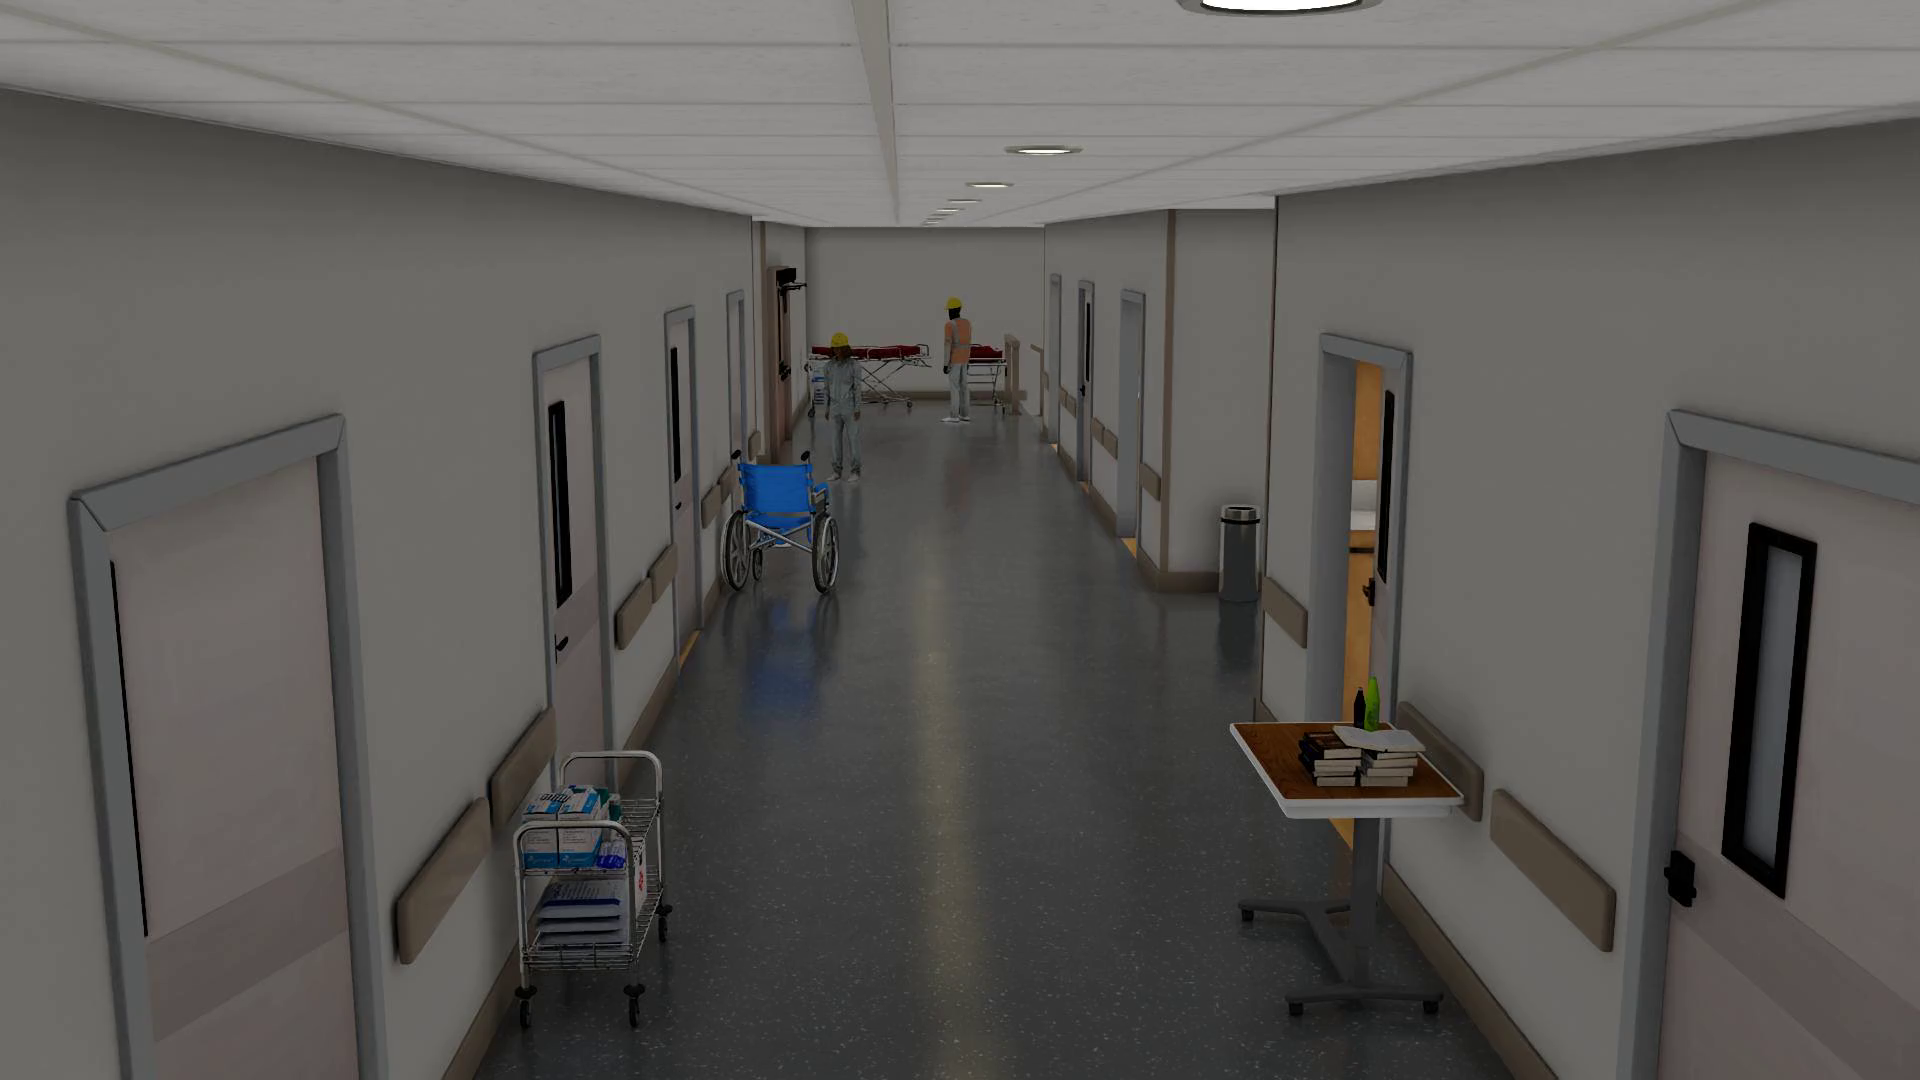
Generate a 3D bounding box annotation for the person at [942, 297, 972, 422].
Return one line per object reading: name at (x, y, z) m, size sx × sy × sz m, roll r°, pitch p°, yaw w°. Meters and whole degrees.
person at (-0.061, -2.775, 25.665) m, size 0.398 × 1.920 × 0.586 m, roll 8°, pitch 13°, yaw 38°

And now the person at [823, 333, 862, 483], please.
person at (-1.360, -1.524, 19.209) m, size 0.480 × 1.733 × 0.336 m, roll 4°, pitch 11°, yaw 20°
